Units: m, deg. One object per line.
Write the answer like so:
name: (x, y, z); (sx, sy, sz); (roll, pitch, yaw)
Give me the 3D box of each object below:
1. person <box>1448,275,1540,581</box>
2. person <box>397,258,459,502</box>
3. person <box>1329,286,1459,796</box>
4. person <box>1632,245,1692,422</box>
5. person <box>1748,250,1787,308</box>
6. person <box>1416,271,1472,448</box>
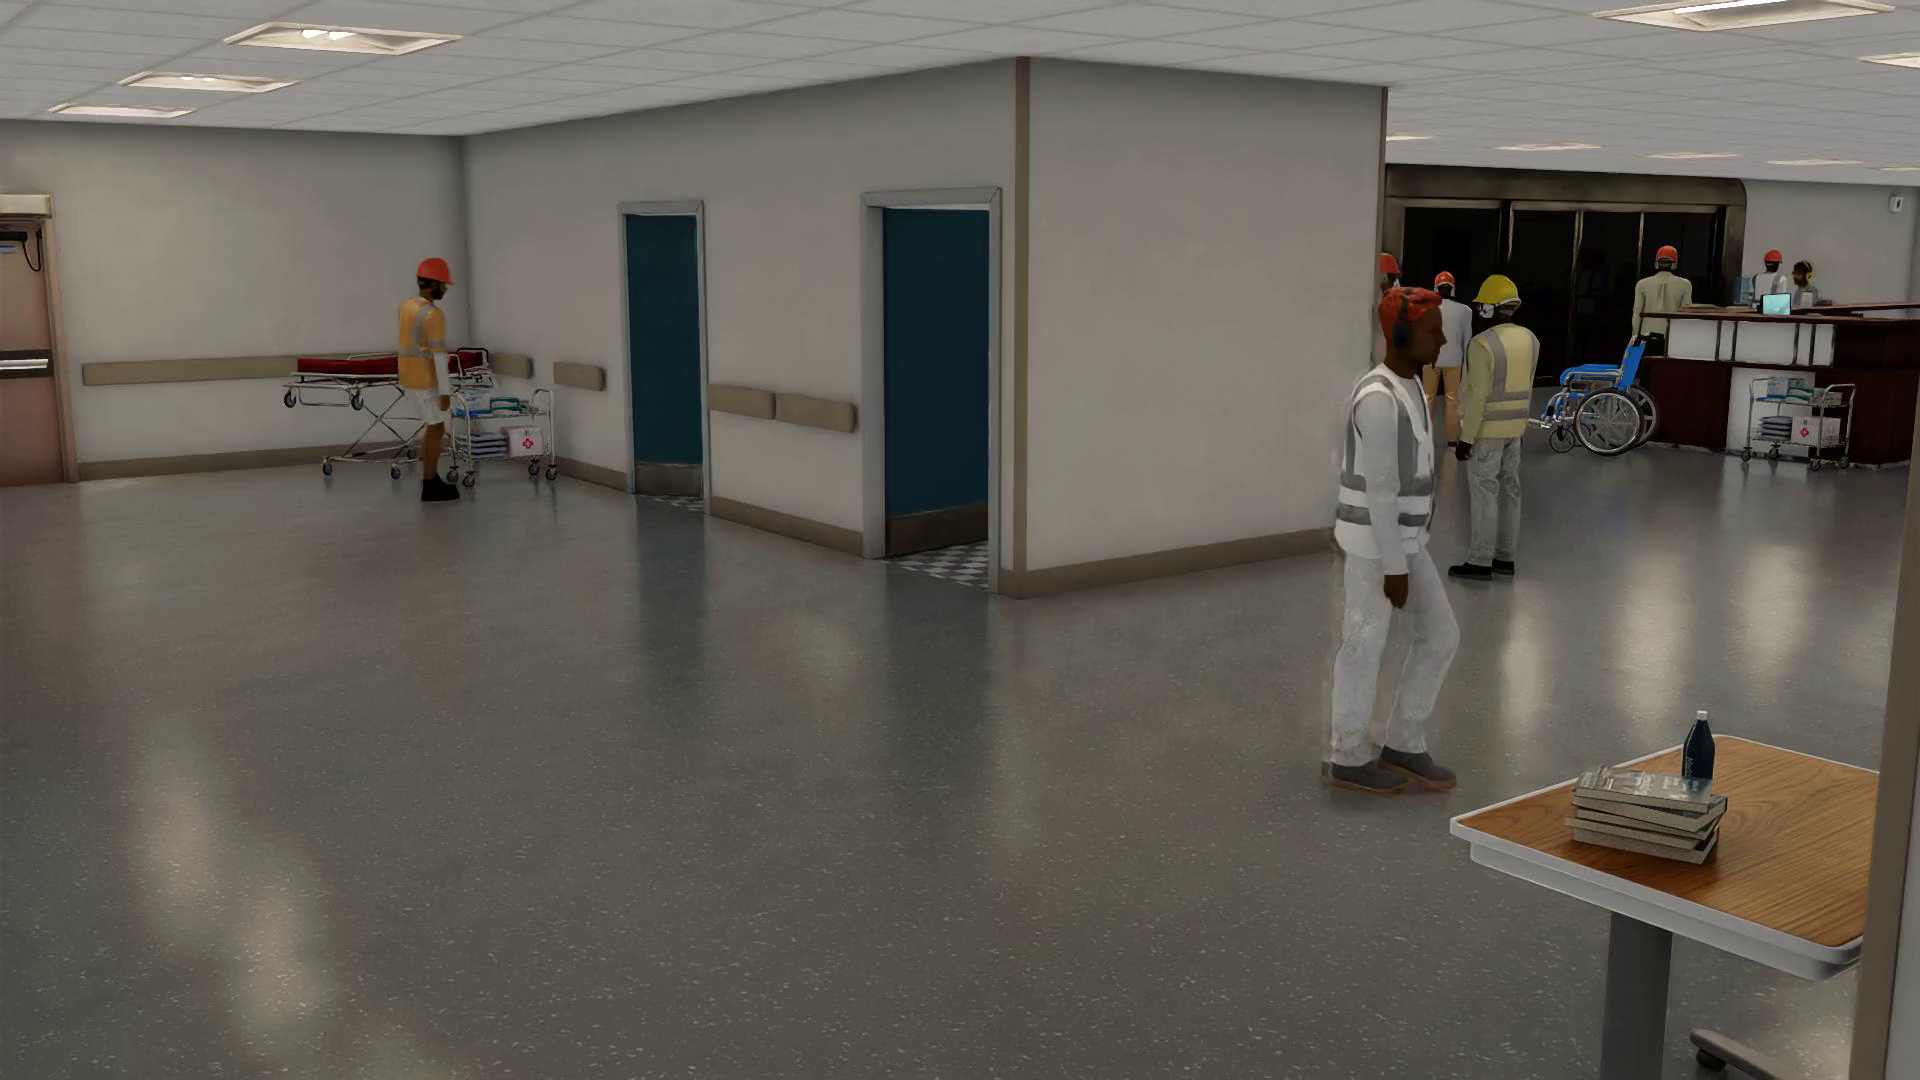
person: (3.197, -0.671, 10.021); (0.588, 1.835, 0.403); (-8, 13, -37)
person: (-4.151, -1.241, 13.012); (0.446, 1.913, 0.600); (-9, 14, -43)
person: (1.629, 0.031, 5.988); (0.602, 1.865, 0.615); (6, 12, 29)
person: (7.936, -2.325, 18.835); (0.619, 1.992, 0.396); (4, 11, 22)
person: (11.637, -3.207, 23.982); (0.393, 1.929, 0.546); (-7, 12, -34)
person: (4.778, -1.781, 16.491); (0.564, 1.743, 0.352); (3, 11, 17)
